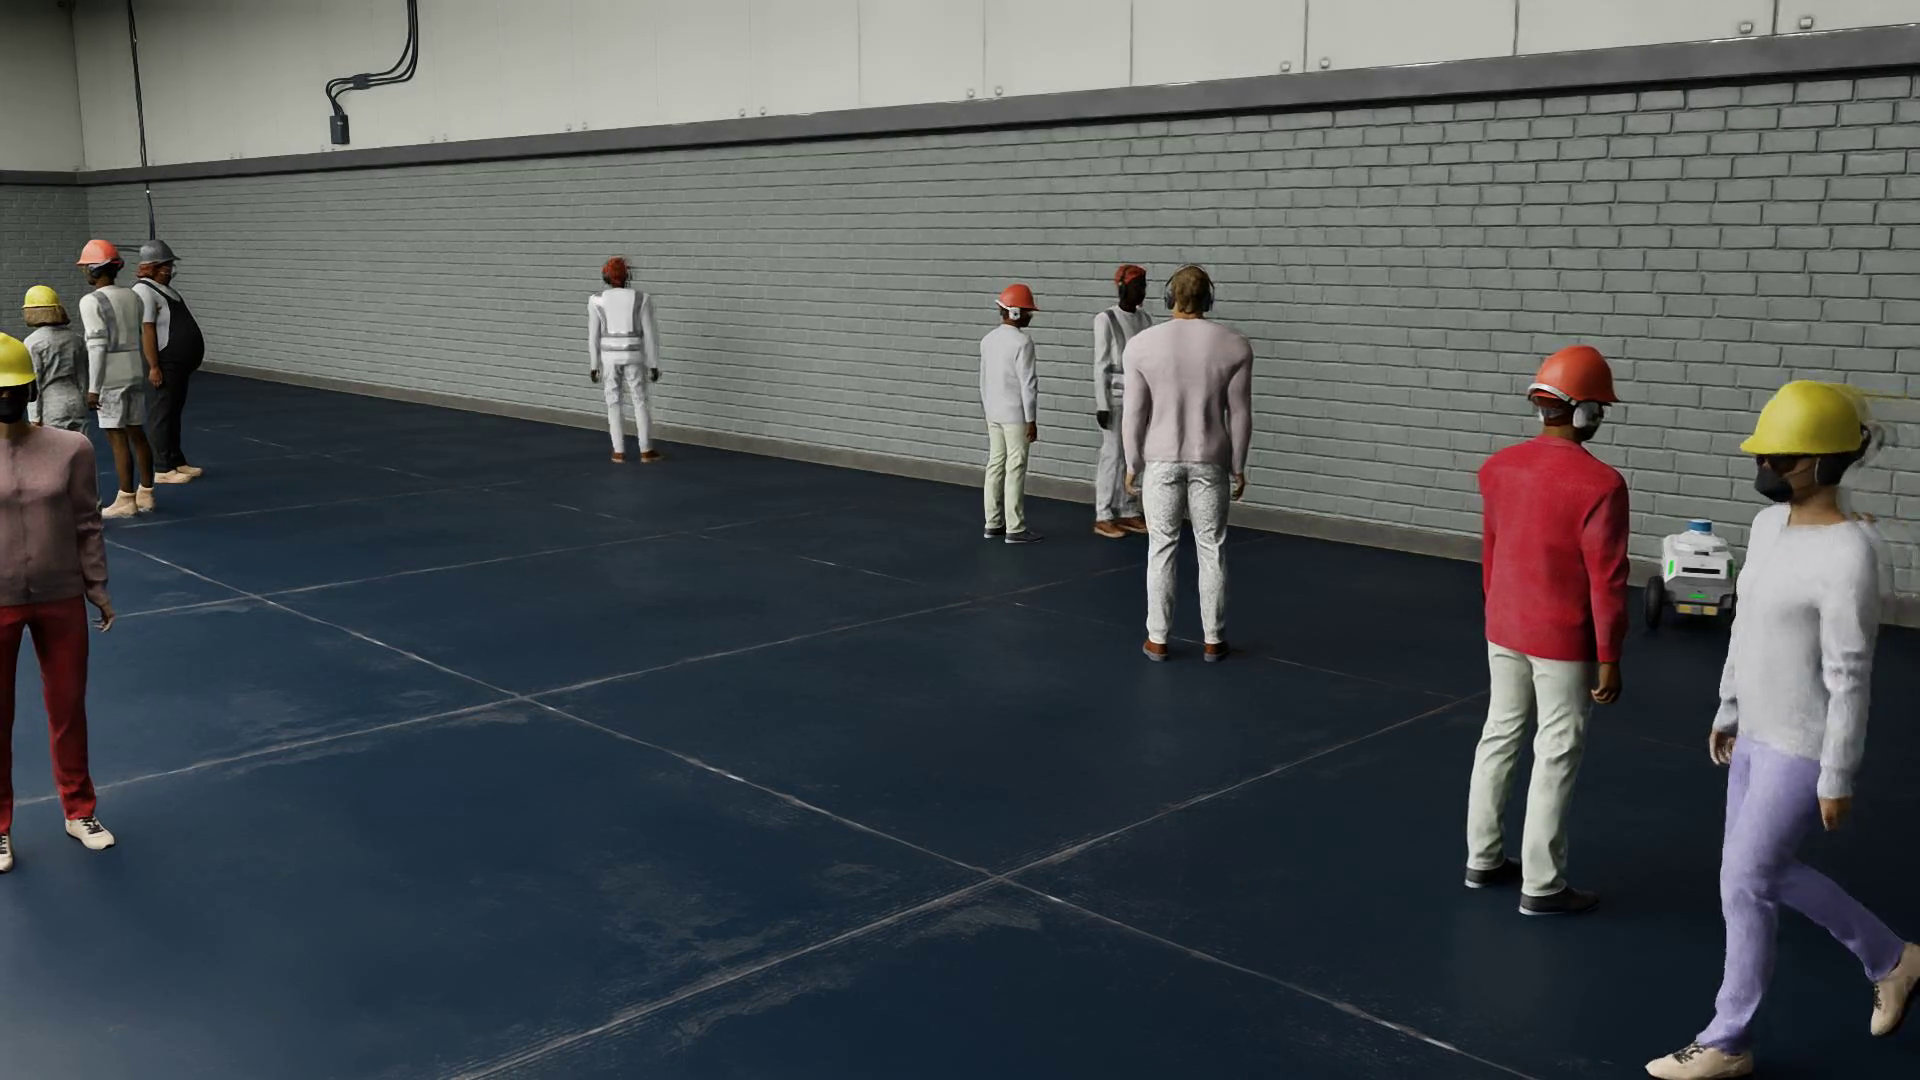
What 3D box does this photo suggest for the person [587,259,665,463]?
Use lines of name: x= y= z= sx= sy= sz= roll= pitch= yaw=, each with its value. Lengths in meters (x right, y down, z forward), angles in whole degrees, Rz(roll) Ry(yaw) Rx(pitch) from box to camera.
person: x=-3.044 y=-1.628 z=15.239 sx=0.703 sy=1.858 sz=0.337 roll=-2 pitch=11 yaw=-10

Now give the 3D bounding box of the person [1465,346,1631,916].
person: x=1.840 y=0.276 z=5.142 sx=0.354 sy=1.744 sz=0.565 roll=-5 pitch=11 yaw=-25

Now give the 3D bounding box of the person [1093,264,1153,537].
person: x=1.142 y=-0.960 z=11.526 sx=0.585 sy=1.879 sz=0.355 roll=-10 pitch=15 yaw=-44

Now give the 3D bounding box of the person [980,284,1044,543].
person: x=0.365 y=-0.862 z=11.331 sx=0.338 sy=1.747 sz=0.571 roll=-6 pitch=12 yaw=-32

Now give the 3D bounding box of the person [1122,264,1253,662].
person: x=1.095 y=-0.364 z=8.108 sx=0.628 sy=1.939 sz=0.375 roll=1 pitch=10 yaw=6

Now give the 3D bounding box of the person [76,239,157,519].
person: x=-6.236 y=-1.176 z=12.248 sx=0.390 sy=2.045 sz=0.607 roll=1 pitch=10 yaw=8

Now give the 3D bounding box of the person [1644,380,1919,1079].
person: x=2.074 y=0.479 z=4.037 sx=0.668 sy=1.743 sz=0.530 roll=1 pitch=10 yaw=5

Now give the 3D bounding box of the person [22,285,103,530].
person: x=-6.271 y=-0.887 z=11.531 sx=0.319 sy=1.737 sz=0.486 roll=4 pitch=11 yaw=19

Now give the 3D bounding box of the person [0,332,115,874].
person: x=-3.079 y=0.204 z=5.484 sx=0.534 sy=1.767 sz=0.319 roll=-10 pitch=14 yaw=-42

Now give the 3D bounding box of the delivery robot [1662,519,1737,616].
delivery robot: x=3.966 y=0.130 z=8.934 sx=0.477 sy=0.478 sz=0.707 roll=4 pitch=11 yaw=21

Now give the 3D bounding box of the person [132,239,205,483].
person: x=-6.684 y=-1.512 z=14.087 sx=0.538 sy=2.000 sz=0.685 roll=-2 pitch=11 yaw=-10
